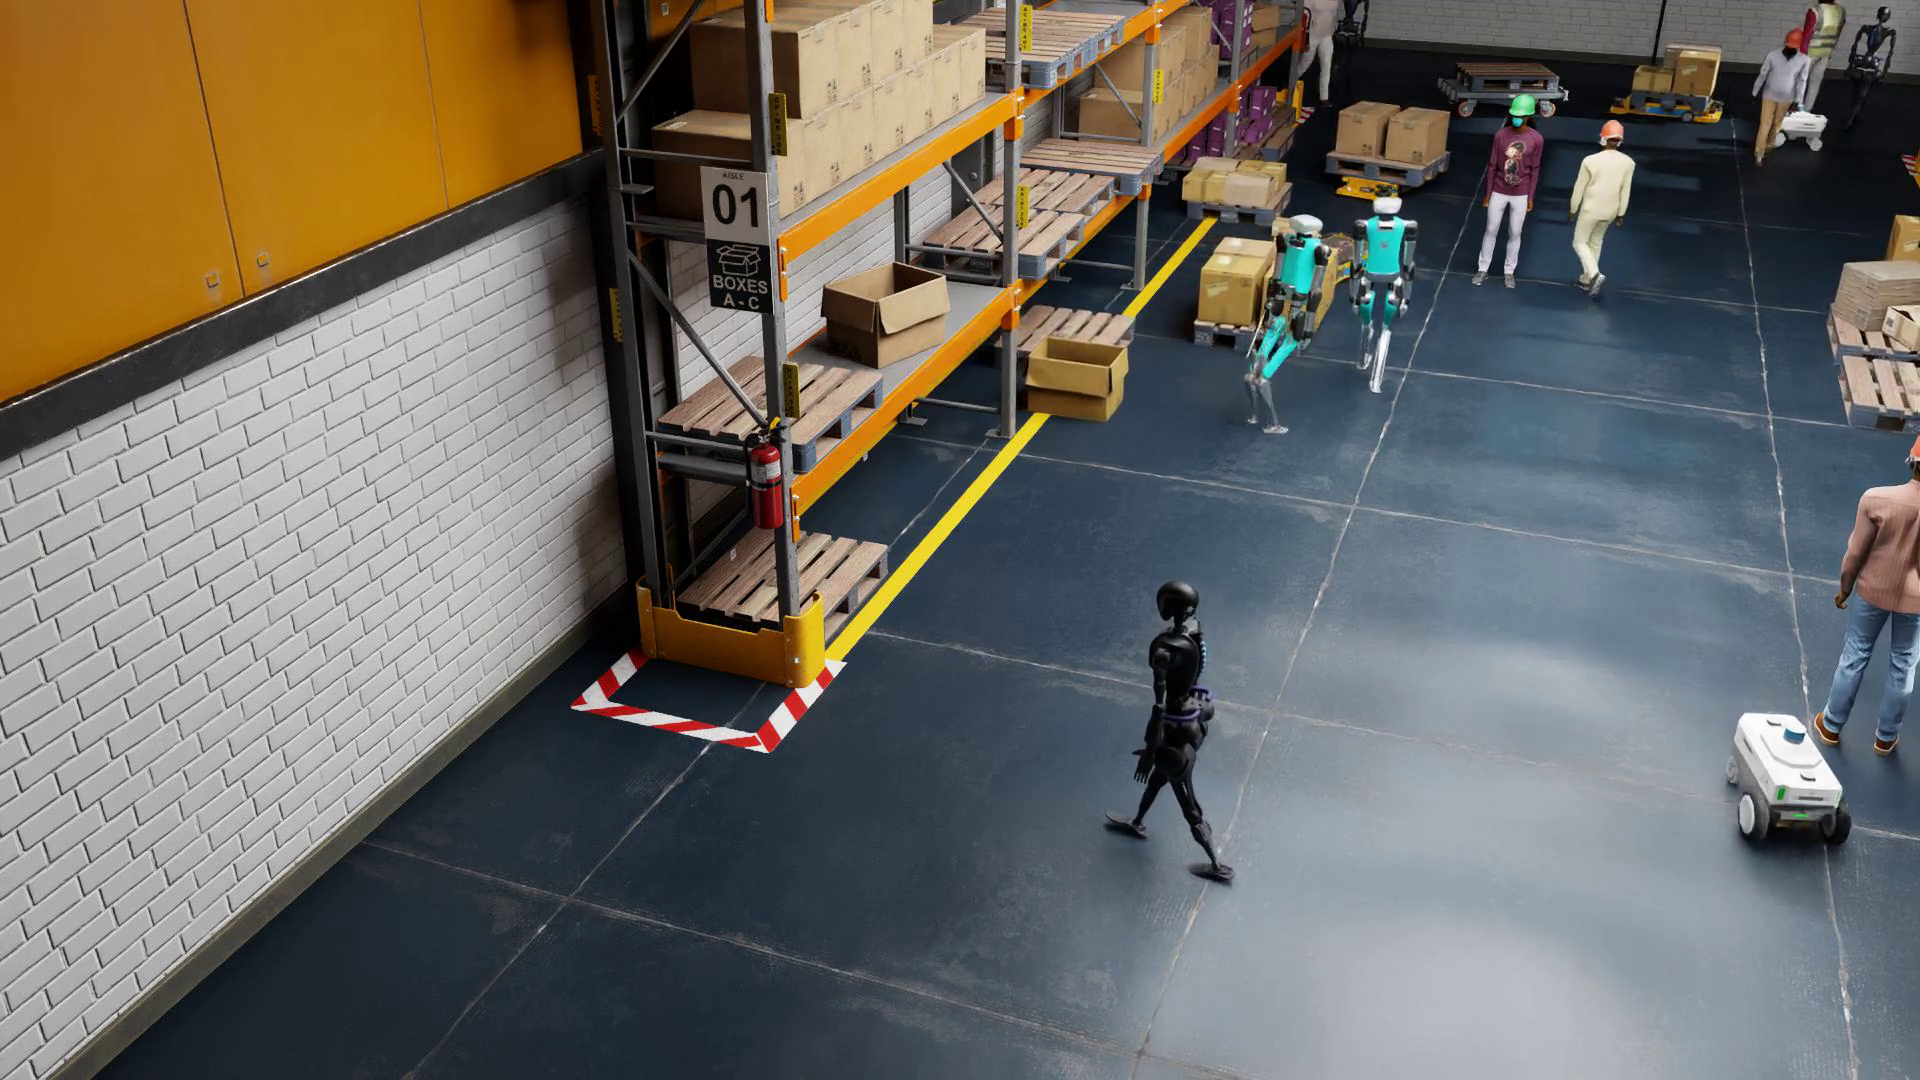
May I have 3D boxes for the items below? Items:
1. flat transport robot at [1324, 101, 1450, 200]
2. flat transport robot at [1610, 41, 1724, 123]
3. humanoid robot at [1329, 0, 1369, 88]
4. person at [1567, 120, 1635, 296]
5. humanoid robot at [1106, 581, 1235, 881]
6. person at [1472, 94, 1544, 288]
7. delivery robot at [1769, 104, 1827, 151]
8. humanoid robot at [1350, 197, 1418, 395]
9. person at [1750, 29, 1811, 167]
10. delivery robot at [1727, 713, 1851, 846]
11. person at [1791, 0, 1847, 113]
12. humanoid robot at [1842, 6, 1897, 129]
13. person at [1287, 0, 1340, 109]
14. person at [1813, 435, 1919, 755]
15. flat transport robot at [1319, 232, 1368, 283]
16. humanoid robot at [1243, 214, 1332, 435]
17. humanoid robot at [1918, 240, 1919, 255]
[{"bbox_3d":[5.189,-4.399,20.284,0.659,0.231,1.431,18,32,30],"label":"flat transport robot"},{"bbox_3d":[10.081,-6.166,23.712,1.431,0.231,0.659,13,30,24],"label":"flat transport robot"},{"bbox_3d":[5.820,-7.639,25.046,0.625,1.635,0.482,1,27,2],"label":"humanoid robot"},{"bbox_3d":[6.367,-3.273,16.499,0.566,1.727,0.613,-6,28,-11],"label":"person"},{"bbox_3d":[1.098,0.950,8.428,0.785,1.625,0.587,14,30,24],"label":"humanoid robot"},{"bbox_3d":[5.539,-3.514,16.734,0.492,1.948,0.423,10,29,19],"label":"person"},{"bbox_3d":[11.037,-5.463,22.056,0.808,0.614,0.499,7,28,12],"label":"delivery robot"},{"bbox_3d":[3.617,-2.148,14.374,0.557,1.831,0.908,6,28,12],"label":"humanoid robot"},{"bbox_3d":[10.434,-5.680,21.215,0.586,1.691,0.880,11,29,20],"label":"person"},{"bbox_3d":[4.453,1.260,8.977,0.499,0.579,0.767,2,27,4],"label":"delivery robot"},{"bbox_3d":[11.997,-6.813,23.288,0.640,1.819,0.459,-2,27,-3],"label":"person"},{"bbox_3d":[12.454,-6.494,22.869,0.777,1.611,0.589,-24,36,-38],"label":"humanoid robot"},{"bbox_3d":[5.164,-7.291,24.122,0.635,1.898,0.985,-10,29,-19],"label":"person"},{"bbox_3d":[5.233,0.295,9.297,0.608,1.995,0.376,11,29,21],"label":"person"},{"bbox_3d":[3.873,-2.918,17.410,0.659,0.231,1.431,21,34,35],"label":"flat transport robot"},{"bbox_3d":[2.546,-1.710,13.462,0.744,1.770,0.537,-19,33,-32],"label":"humanoid robot"},{"bbox_3d":[9.238,-2.837,15.510,0.533,1.673,0.735,12,30,23],"label":"humanoid robot"}]
